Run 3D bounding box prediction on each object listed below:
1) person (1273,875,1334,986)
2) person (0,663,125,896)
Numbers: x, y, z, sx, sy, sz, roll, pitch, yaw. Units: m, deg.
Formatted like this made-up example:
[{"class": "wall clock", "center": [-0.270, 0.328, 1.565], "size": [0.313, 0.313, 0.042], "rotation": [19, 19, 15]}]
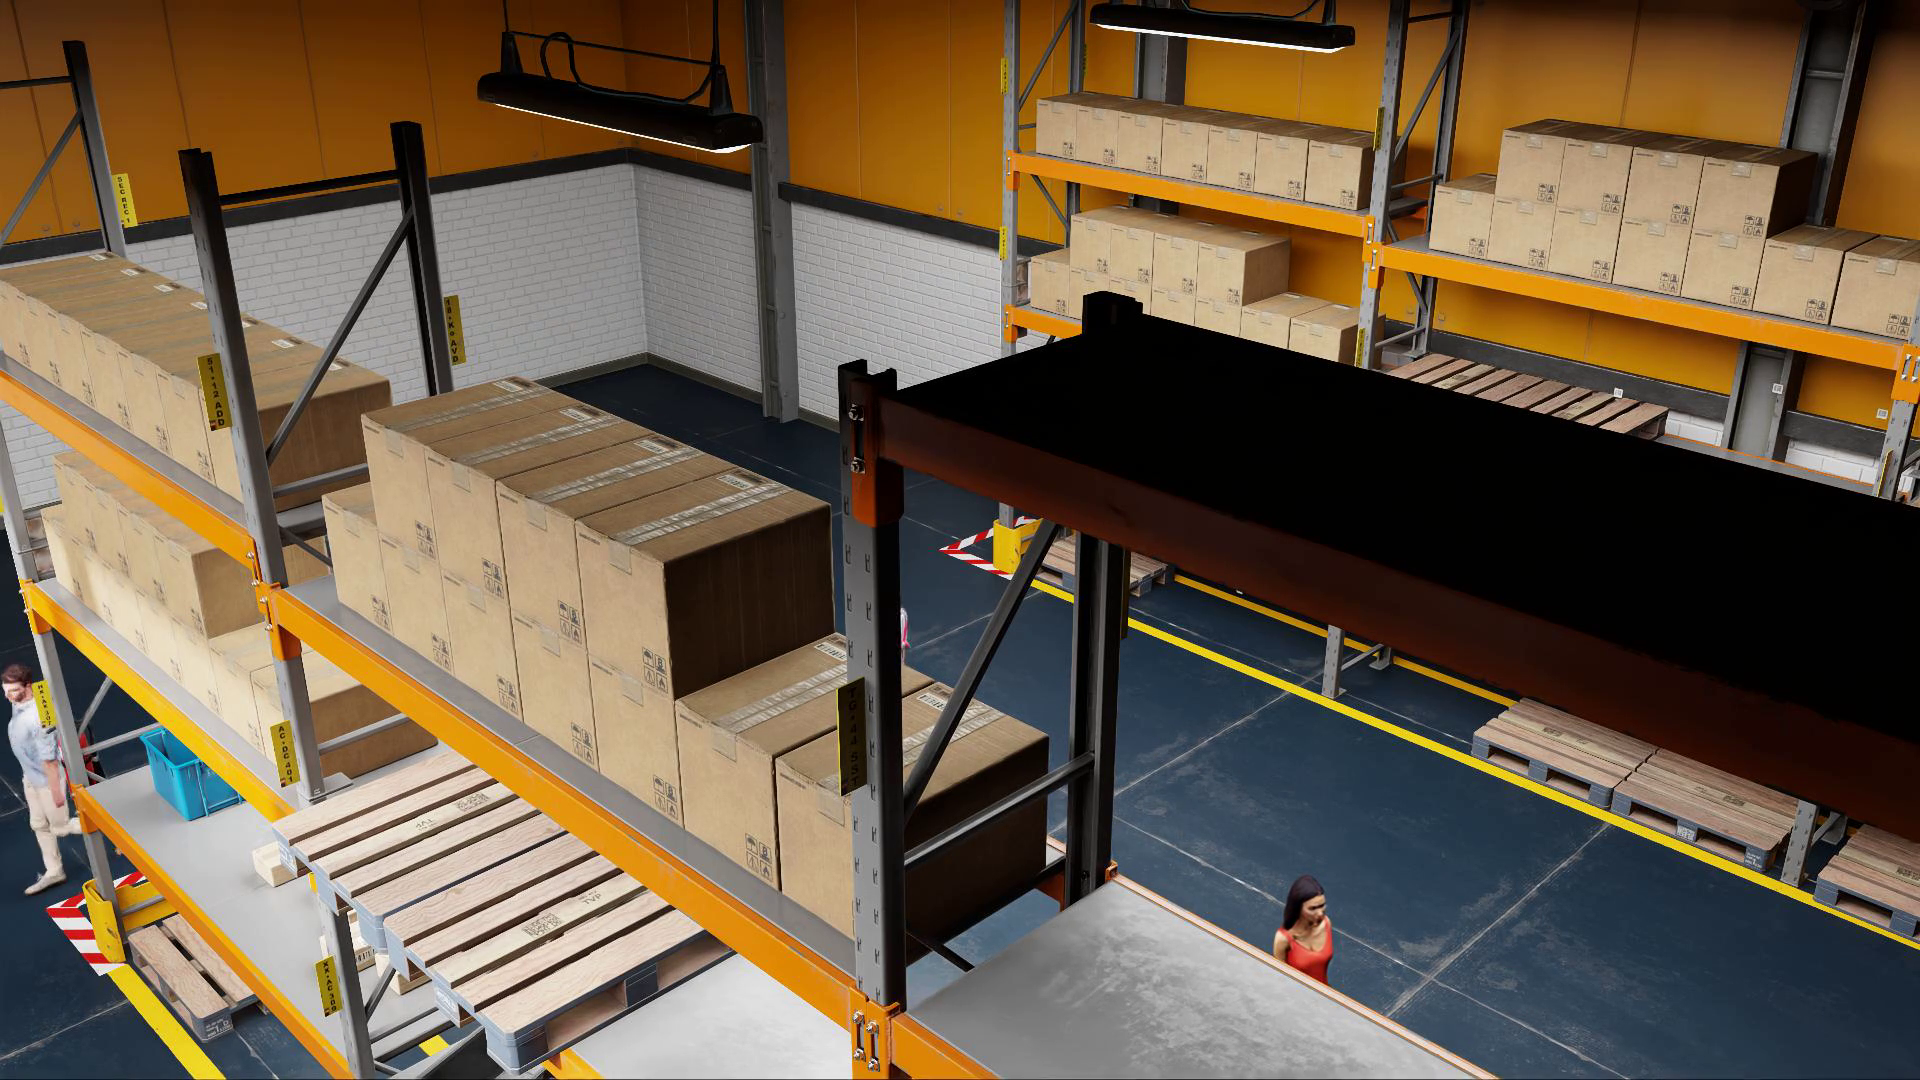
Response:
[{"class": "person", "center": [1.969, 2.712, 9.702], "size": [0.616, 1.719, 0.570], "rotation": [-16, 28, -33]}, {"class": "person", "center": [-6.470, 1.671, 11.950], "size": [0.695, 1.826, 0.926], "rotation": [-20, 31, -39]}]
